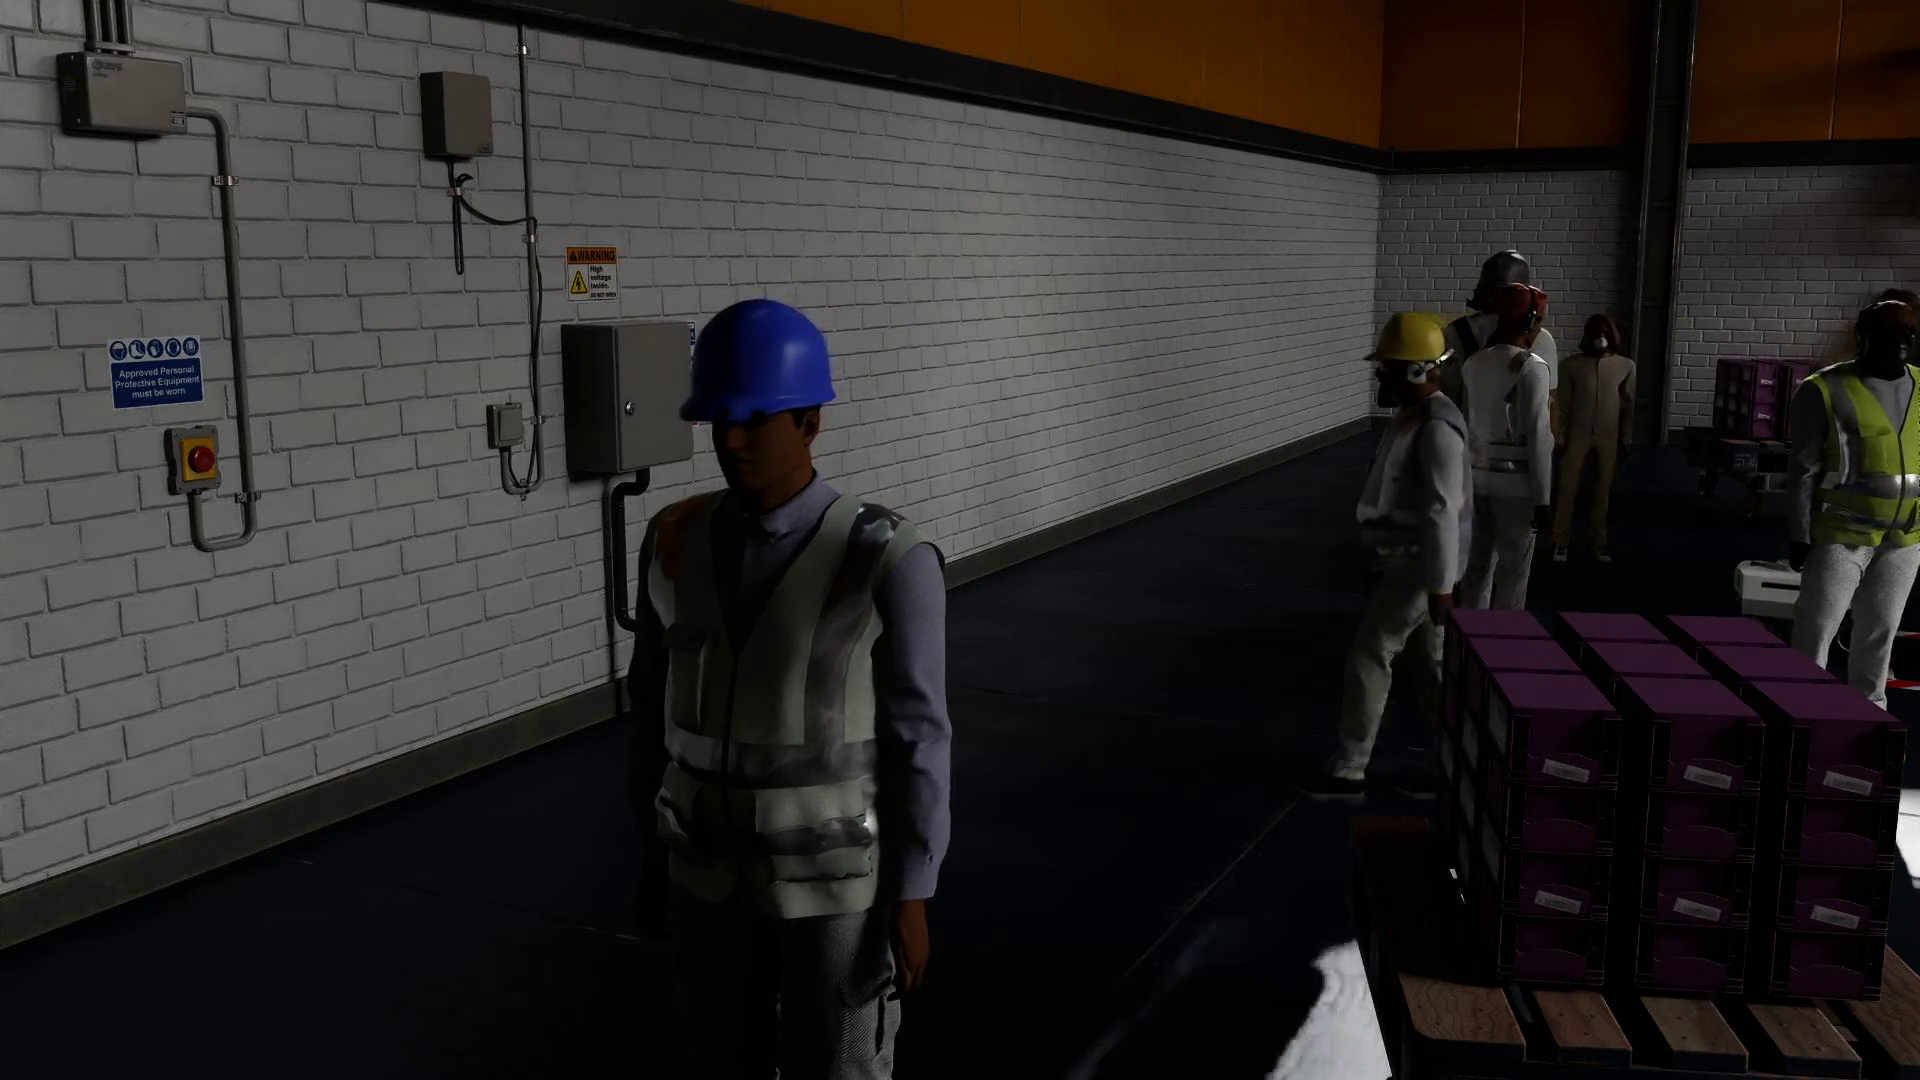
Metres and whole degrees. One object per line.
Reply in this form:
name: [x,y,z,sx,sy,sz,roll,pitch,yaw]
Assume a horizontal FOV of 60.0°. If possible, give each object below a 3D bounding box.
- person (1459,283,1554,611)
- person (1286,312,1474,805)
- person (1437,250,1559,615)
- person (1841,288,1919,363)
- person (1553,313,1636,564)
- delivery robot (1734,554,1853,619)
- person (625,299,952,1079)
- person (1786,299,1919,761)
person: [2.525,-0.233,7.671,0.356,1.887,0.573,-4,10,-20]
person: [1.537,0.081,6.089,0.796,1.799,0.613,2,10,9]
person: [2.746,-0.456,8.515,0.682,2.000,0.537,9,13,41]
person: [5.722,-0.657,10.378,0.667,1.804,0.690,3,10,19]
person: [4.127,-0.656,10.849,0.501,1.633,0.283,1,10,7]
delivery robot: [4.329,0.251,8.449,0.707,0.478,0.477,6,12,34]
person: [-0.316,0.563,2.886,0.614,1.944,0.395,4,11,24]
person: [3.589,-0.024,6.588,0.629,1.842,0.429,0,10,-3]
